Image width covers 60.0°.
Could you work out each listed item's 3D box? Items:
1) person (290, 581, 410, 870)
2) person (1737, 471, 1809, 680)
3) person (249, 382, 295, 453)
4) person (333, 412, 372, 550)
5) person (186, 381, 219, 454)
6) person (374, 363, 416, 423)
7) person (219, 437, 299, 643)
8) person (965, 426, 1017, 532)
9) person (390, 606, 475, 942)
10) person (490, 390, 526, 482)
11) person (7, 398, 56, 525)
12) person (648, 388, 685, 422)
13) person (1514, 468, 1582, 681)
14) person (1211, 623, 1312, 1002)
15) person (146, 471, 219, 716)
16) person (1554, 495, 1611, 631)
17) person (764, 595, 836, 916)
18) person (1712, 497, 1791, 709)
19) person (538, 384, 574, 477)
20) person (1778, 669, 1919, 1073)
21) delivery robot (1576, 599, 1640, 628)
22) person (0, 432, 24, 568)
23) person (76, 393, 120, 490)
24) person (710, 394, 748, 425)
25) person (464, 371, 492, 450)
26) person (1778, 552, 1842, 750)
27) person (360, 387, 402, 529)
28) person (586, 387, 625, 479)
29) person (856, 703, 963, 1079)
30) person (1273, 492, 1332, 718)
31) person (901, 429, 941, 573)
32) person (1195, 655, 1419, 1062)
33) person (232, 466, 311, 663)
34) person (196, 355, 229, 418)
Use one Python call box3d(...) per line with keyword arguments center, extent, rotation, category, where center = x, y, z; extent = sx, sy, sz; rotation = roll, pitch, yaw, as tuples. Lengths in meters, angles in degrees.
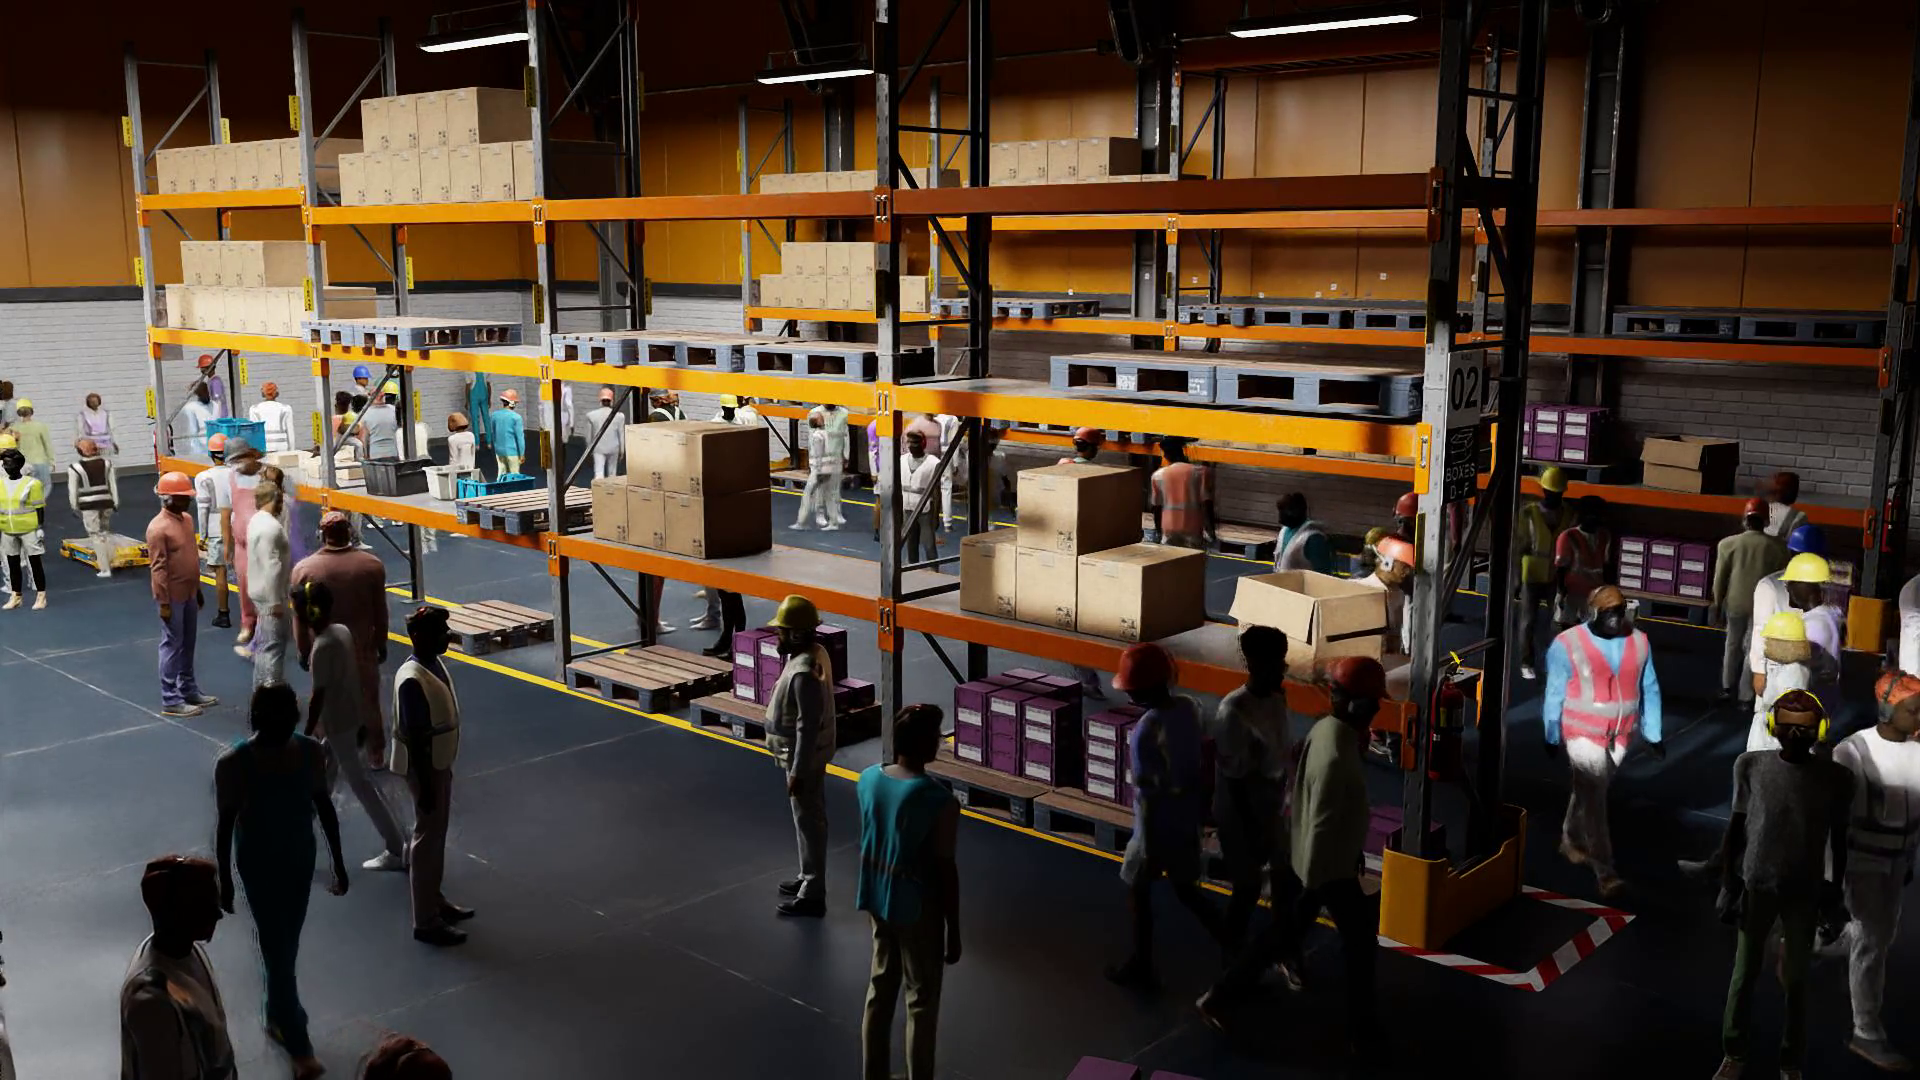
box3d(center=(-3.801, 1.133, 9.938), extent=(1.004, 1.809, 0.531), rotation=(-1, 10, -8), category="person")
box3d(center=(6.977, 0.329, 14.339), extent=(0.738, 1.860, 0.573), rotation=(-3, 10, -17), category="person")
box3d(center=(-9.693, -1.291, 23.479), extent=(0.579, 1.879, 0.351), rotation=(-3, 10, -17), category="person")
box3d(center=(-7.555, -0.726, 20.673), extent=(0.491, 1.731, 0.321), rotation=(5, 11, 25), category="person")
box3d(center=(-10.602, -1.320, 23.572), extent=(0.555, 1.887, 0.619), rotation=(2, 10, 13), category="person")
box3d(center=(-9.291, -2.019, 27.393), extent=(0.638, 1.938, 0.356), rotation=(-7, 12, -33), category="person")
box3d(center=(-6.668, -0.027, 15.841), extent=(0.717, 2.000, 0.536), rotation=(-3, 10, -15), category="person")
box3d(center=(0.342, -0.364, 18.380), extent=(0.530, 1.817, 0.993), rotation=(-8, 13, -39), category="person")
box3d(center=(-2.908, 1.263, 9.098), extent=(0.376, 1.844, 0.573), rotation=(-1, 10, -8), category="person")
box3d(center=(-6.435, -1.283, 23.805), extent=(0.576, 1.737, 0.355), rotation=(5, 11, 28), category="person")
box3d(center=(-12.459, -1.027, 22.315), extent=(0.541, 1.744, 0.449), rotation=(-2, 10, -11), category="person")
box3d(center=(-3.884, -1.055, 21.659), extent=(0.535, 2.000, 0.680), rotation=(6, 12, 30), category="person")
box3d(center=(5.030, 0.338, 14.224), extent=(0.613, 1.886, 0.928), rotation=(0, 10, 2), category="person")
box3d(center=(1.504, 1.357, 8.324), extent=(0.439, 1.935, 0.665), rotation=(8, 13, 38), category="person")
box3d(center=(-6.291, 0.429, 13.427), extent=(0.407, 1.987, 0.615), rotation=(0, 10, 0), category="person")
box3d(center=(5.302, 0.440, 14.212), extent=(0.539, 1.692, 0.324), rotation=(-2, 10, -13), category="person")
box3d(center=(-0.904, 1.210, 9.432), extent=(0.403, 1.835, 0.586), rotation=(0, 10, -1), category="person")
box3d(center=(6.562, 0.500, 13.742), extent=(0.577, 1.722, 0.731), rotation=(7, 12, 35), category="person")
box3d(center=(-6.526, -1.903, 26.902), extent=(0.558, 1.890, 0.977), rotation=(-2, 10, -12), category="person")
box3d(center=(4.232, 1.480, 7.843), extent=(0.577, 1.863, 0.758), rotation=(-4, 11, -20), category="person")
box3d(center=(6.088, 0.669, 15.843), extent=(0.707, 0.478, 0.477), rotation=(3, 11, 16), category="delivery robot")
box3d(center=(-11.134, -0.447, 19.387), extent=(0.360, 1.630, 0.532), rotation=(2, 10, 10), category="person")
box3d(center=(-12.680, -1.349, 24.515), extent=(0.518, 1.624, 0.523), rotation=(-10, 14, -43), category="person")
box3d(center=(-2.968, -0.951, 21.425), extent=(0.587, 1.920, 0.389), rotation=(-6, 12, -32), category="person")
box3d(center=(-8.958, -2.590, 30.911), extent=(0.506, 1.839, 0.351), rotation=(-8, 13, -37), category="person")
box3d(center=(5.235, 1.024, 10.275), extent=(0.466, 1.908, 0.592), rotation=(7, 12, 36), category="person")
box3d(center=(-7.774, -1.101, 22.297), extent=(0.644, 1.907, 0.399), rotation=(-9, 14, -43), category="person")
box3d(center=(-5.122, -1.338, 24.102), extent=(0.564, 1.737, 0.624), rotation=(-3, 10, -16), category="person")
box3d(center=(-0.234, 1.612, 7.179), extent=(0.561, 1.834, 0.386), rotation=(9, 14, 43), category="person")
box3d(center=(2.781, 0.509, 13.500), extent=(0.465, 1.803, 0.679), rotation=(-3, 10, -15), category="person")
box3d(center=(-0.426, -0.293, 17.942), extent=(0.561, 1.836, 0.392), rotation=(7, 12, 34), category="person")
box3d(center=(1.611, 1.467, 7.702), extent=(0.990, 1.946, 0.618), rotation=(1, 10, 5), category="person")
box3d(center=(-6.186, 0.232, 15.075), extent=(0.916, 1.794, 0.565), rotation=(1, 10, 6), category="person")
box3d(center=(-12.168, -2.012, 27.134), extent=(0.440, 2.026, 0.606), rotation=(-5, 11, -27), category="person")
